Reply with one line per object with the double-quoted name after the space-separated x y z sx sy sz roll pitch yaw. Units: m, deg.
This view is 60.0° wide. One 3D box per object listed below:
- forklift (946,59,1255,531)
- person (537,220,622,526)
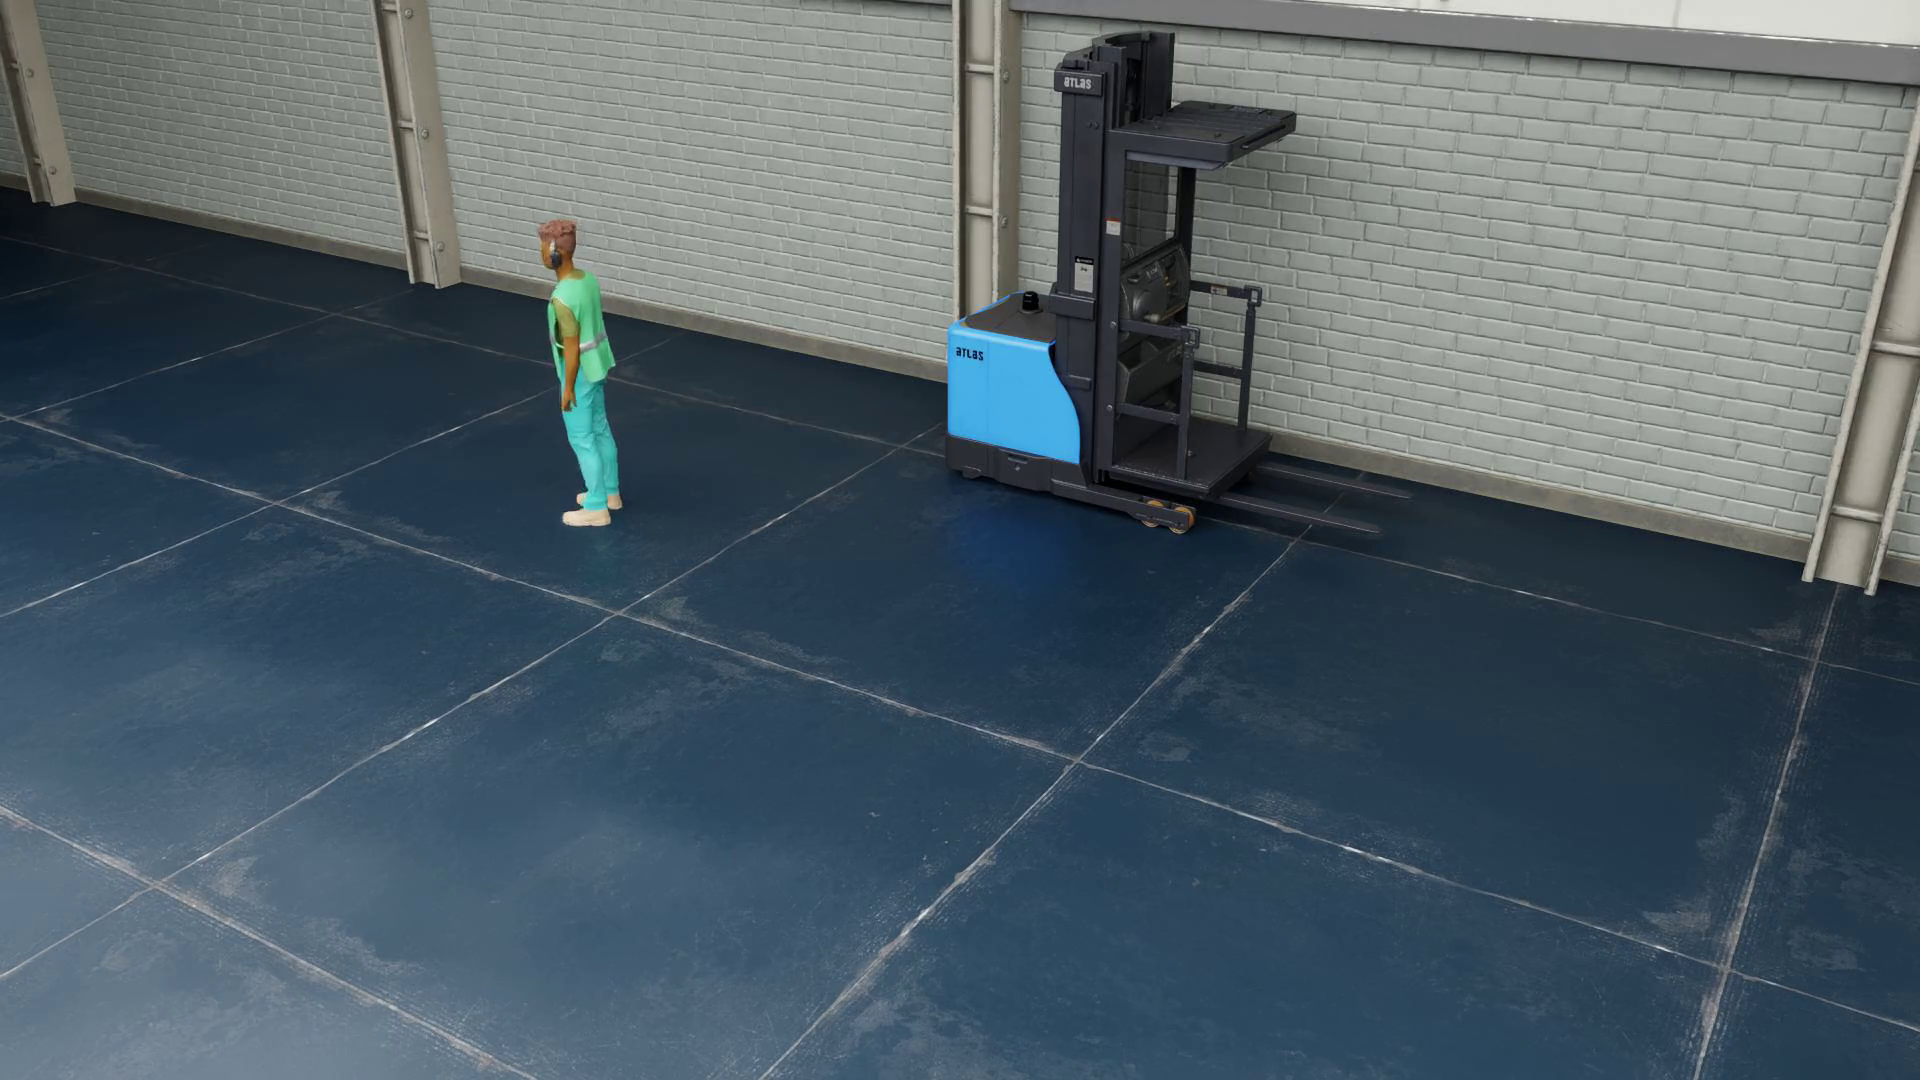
0.933 -1.707 10.833 1.873 2.768 1.129 15 29 28 "forklift"
-2.376 -1.047 10.483 0.403 1.970 0.512 3 25 6 "person"
